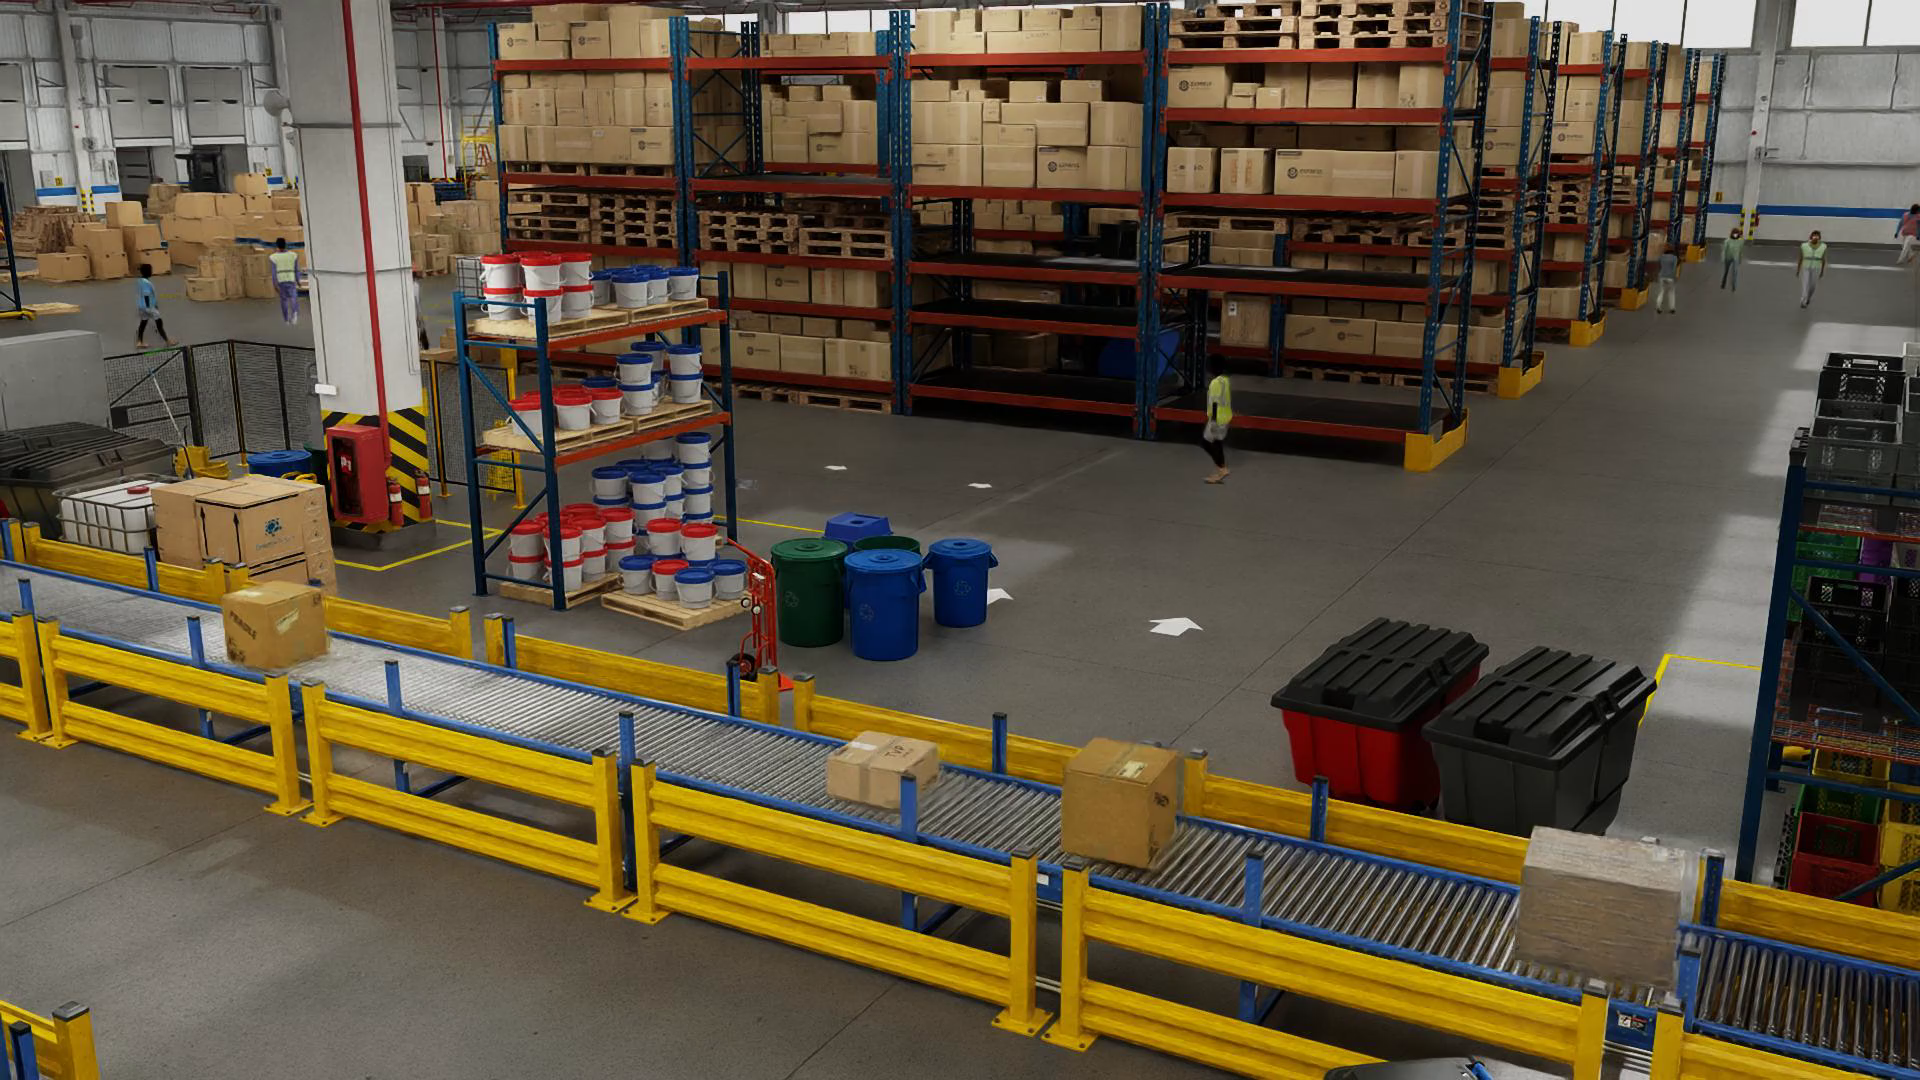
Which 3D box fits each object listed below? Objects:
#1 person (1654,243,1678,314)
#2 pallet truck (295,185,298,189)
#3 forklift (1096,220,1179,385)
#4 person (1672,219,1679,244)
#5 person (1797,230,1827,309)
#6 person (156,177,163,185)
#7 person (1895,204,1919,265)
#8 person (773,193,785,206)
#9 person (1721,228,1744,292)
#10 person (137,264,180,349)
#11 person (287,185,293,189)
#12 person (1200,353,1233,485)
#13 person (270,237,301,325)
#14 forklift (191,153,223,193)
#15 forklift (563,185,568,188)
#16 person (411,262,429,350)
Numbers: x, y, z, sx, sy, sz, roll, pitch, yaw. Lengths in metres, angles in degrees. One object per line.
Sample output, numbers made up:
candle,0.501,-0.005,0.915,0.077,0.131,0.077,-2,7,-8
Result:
person,16.098,-5.961,37.934,0.541,1.614,0.517,-12,19,-38
pallet truck,-26.804,-14.617,69.738,1.885,1.965,0.823,-14,20,-42
forklift,2.660,-3.915,27.819,1.873,2.768,1.129,8,17,28
person,19.794,-8.422,46.603,0.373,1.916,0.596,-14,21,-43
person,19.968,-6.364,39.051,0.574,1.830,0.595,4,15,16
person,-33.257,-14.276,69.194,0.529,1.613,0.754,6,16,20
person,28.114,-9.049,49.196,0.833,1.800,0.678,-8,17,-27
person,-5.741,-10.187,53.220,1.057,1.937,0.641,-13,20,-41
person,19.778,-7.203,42.642,0.517,1.594,0.849,3,15,12
person,-15.871,-4.598,32.717,0.843,1.659,0.551,-11,18,-36
person,-23.043,-11.320,57.542,0.646,1.890,1.003,4,15,14
person,3.272,-1.528,21.134,0.361,1.675,0.552,7,16,24
person,-14.618,-5.614,36.106,0.598,1.894,0.805,-7,17,-26
forklift,-27.850,-12.924,61.683,1.873,2.768,1.129,8,17,28
forklift,-14.755,-13.448,63.654,1.873,2.768,1.129,8,17,28
person,-10.163,-4.208,30.831,0.563,1.885,0.987,8,17,29
